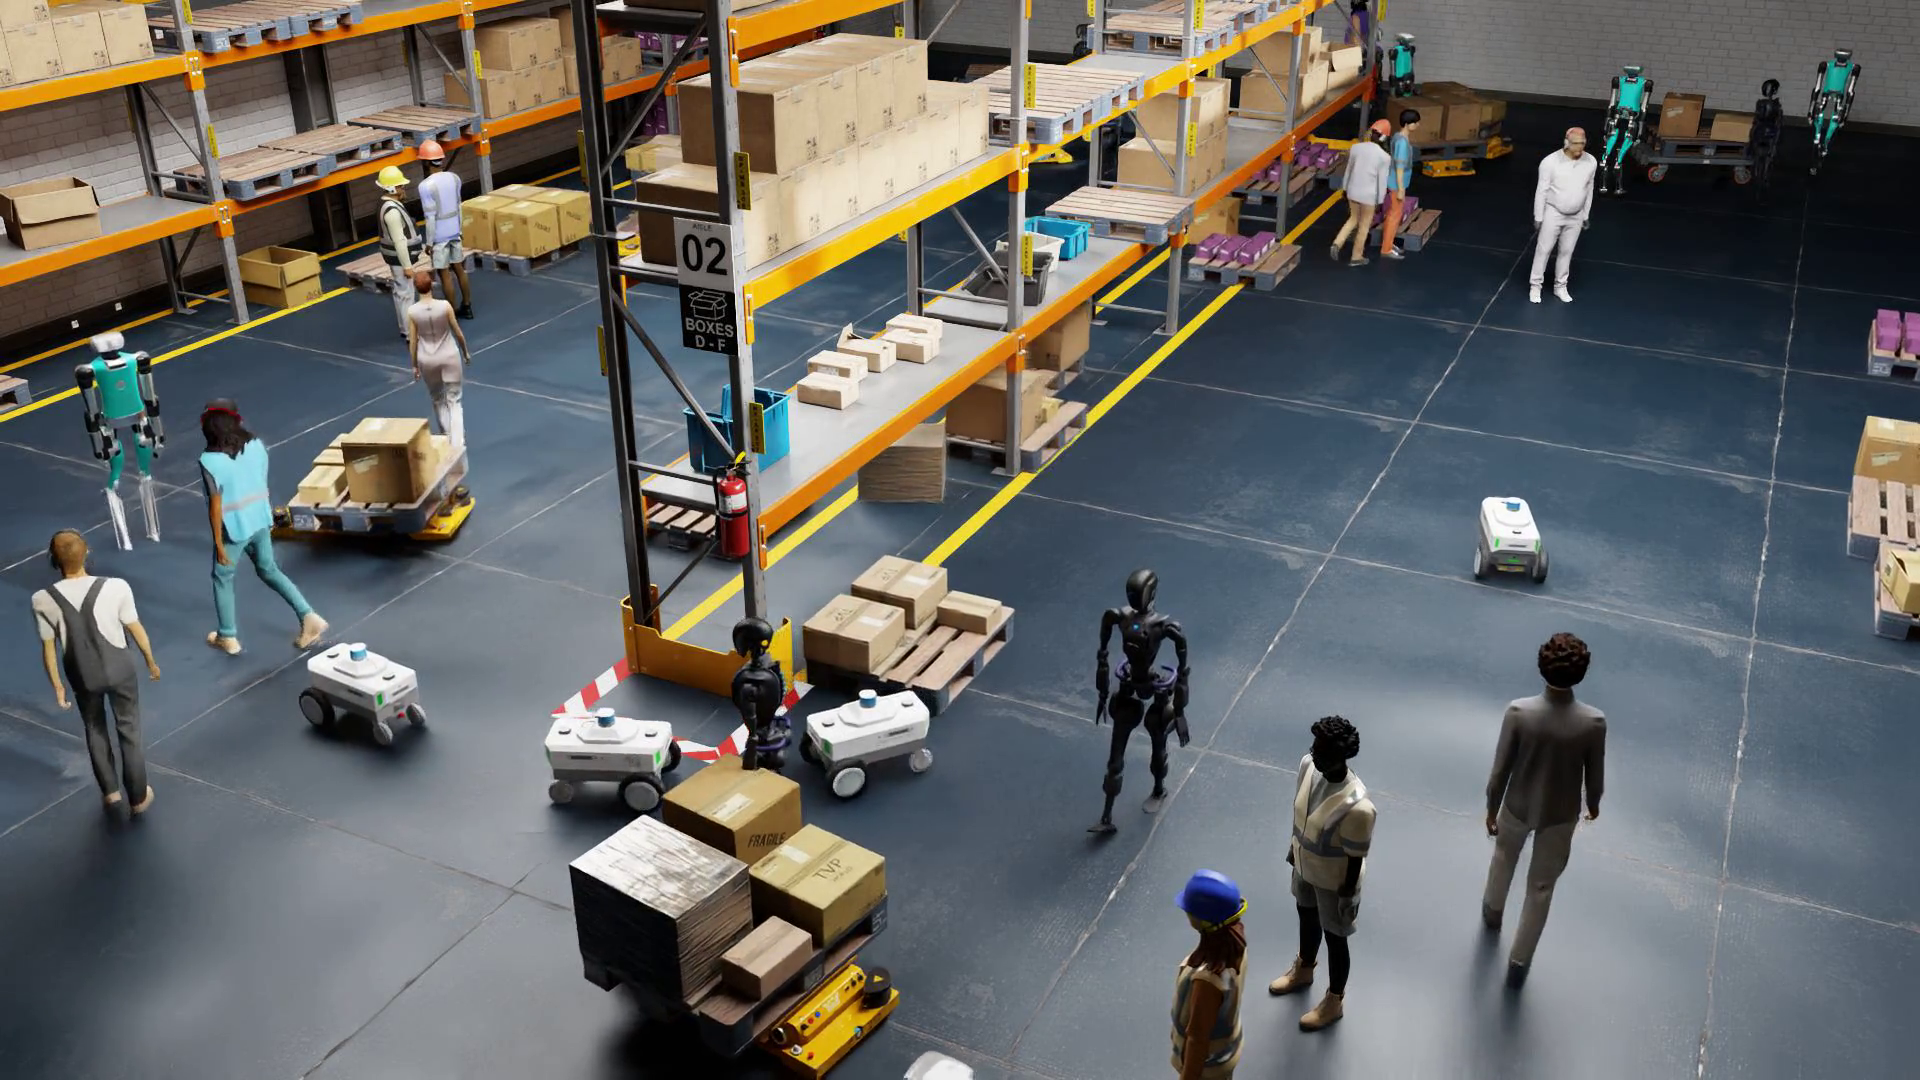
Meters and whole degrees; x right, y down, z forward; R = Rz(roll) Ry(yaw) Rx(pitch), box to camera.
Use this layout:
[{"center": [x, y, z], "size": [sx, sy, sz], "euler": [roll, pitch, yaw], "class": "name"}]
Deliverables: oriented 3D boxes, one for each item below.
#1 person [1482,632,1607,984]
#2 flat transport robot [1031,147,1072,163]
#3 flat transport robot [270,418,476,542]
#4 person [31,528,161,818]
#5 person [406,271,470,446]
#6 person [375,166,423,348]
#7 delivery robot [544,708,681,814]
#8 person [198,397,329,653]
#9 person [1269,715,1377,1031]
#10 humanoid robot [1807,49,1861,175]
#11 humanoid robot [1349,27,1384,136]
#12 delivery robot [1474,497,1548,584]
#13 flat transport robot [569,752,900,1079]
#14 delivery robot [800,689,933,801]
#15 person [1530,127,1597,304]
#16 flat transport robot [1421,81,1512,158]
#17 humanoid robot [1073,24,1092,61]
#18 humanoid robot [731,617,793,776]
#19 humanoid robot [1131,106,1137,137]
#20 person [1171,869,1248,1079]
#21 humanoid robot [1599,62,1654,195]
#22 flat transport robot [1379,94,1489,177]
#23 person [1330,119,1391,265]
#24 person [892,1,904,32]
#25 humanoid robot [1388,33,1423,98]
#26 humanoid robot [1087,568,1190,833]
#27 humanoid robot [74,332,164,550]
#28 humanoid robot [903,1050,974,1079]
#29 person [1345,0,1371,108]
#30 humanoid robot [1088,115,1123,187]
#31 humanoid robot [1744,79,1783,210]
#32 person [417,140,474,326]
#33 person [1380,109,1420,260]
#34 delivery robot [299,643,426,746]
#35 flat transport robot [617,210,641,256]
[{"center": [2.944, 1.287, 8.381], "size": [0.546, 1.866, 0.814], "euler": [11, 28, 21], "class": "person"}, {"center": [0.839, -5.577, 24.044], "size": [1.431, 0.231, 0.659], "euler": [-7, 27, -14], "class": "flat transport robot"}, {"center": [-4.671, -0.230, 13.243], "size": [1.431, 0.231, 0.659], "euler": [1, 26, 3], "class": "flat transport robot"}, {"center": [-4.884, 0.747, 9.507], "size": [0.534, 1.829, 0.475], "euler": [-8, 28, -16], "class": "person"}, {"center": [-4.475, -1.527, 14.351], "size": [0.482, 1.623, 0.813], "euler": [-6, 27, -13], "class": "person"}, {"center": [-5.619, -2.856, 16.783], "size": [0.403, 1.834, 0.588], "euler": [-12, 29, -23], "class": "person"}, {"center": [-2.047, 1.283, 9.879], "size": [0.786, 0.608, 0.499], "euler": [1, 26, 3], "class": "delivery robot"}, {"center": [-4.771, -0.074, 11.174], "size": [0.776, 1.840, 0.559], "euler": [15, 30, 28], "class": "person"}, {"center": [1.750, 1.576, 7.993], "size": [0.320, 1.690, 0.532], "euler": [-11, 28, -21], "class": "person"}, {"center": [11.994, -5.843, 22.936], "size": [0.554, 1.738, 1.017], "euler": [10, 28, 20], "class": "humanoid robot"}, {"center": [6.228, -6.917, 25.195], "size": [0.464, 1.668, 0.600], "euler": [-5, 27, -10], "class": "humanoid robot"}, {"center": [4.131, -0.037, 12.520], "size": [0.499, 0.586, 0.765], "euler": [4, 27, 7], "class": "delivery robot"}, {"center": [-1.070, 2.175, 8.385], "size": [1.431, 0.231, 0.659], "euler": [18, 31, 31], "class": "flat transport robot"}, {"center": [-0.569, 1.187, 10.055], "size": [0.774, 0.592, 0.499], "euler": [-12, 29, -23], "class": "delivery robot"}, {"center": [6.538, -3.511, 18.027], "size": [0.650, 1.905, 0.406], "euler": [-3, 26, -6], "class": "person"}, {"center": [7.402, -5.919, 24.734], "size": [1.431, 0.231, 0.659], "euler": [21, 33, 36], "class": "flat transport robot"}, {"center": [1.885, -7.067, 25.536], "size": [0.788, 1.645, 0.603], "euler": [-1, 26, -3], "class": "humanoid robot"}, {"center": [-1.078, 1.167, 8.837], "size": [0.357, 1.648, 0.609], "euler": [2, 26, 4], "class": "humanoid robot"}, {"center": [2.902, -6.732, 24.710], "size": [1.006, 1.723, 0.531], "euler": [0, 26, 0], "class": "humanoid robot"}, {"center": [0.993, 2.106, 6.836], "size": [0.324, 1.771, 0.472], "euler": [10, 28, 19], "class": "person"}, {"center": [8.633, -5.355, 21.785], "size": [0.533, 1.681, 0.735], "euler": [19, 32, 33], "class": "humanoid robot"}, {"center": [6.723, -5.447, 23.781], "size": [0.659, 0.231, 1.431], "euler": [-6, 27, -12], "class": "flat transport robot"}, {"center": [4.653, -3.989, 19.197], "size": [0.535, 1.714, 0.603], "euler": [-19, 32, -33], "class": "person"}, {"center": [-1.039, -9.496, 30.216], "size": [0.369, 1.827, 0.510], "euler": [15, 30, 28], "class": "person"}, {"center": [6.503, -6.335, 23.925], "size": [0.534, 1.777, 0.802], "euler": [-20, 33, -35], "class": "humanoid robot"}, {"center": [1.024, 0.923, 9.362], "size": [0.595, 1.631, 0.745], "euler": [13, 29, 25], "class": "humanoid robot"}, {"center": [-6.388, -0.758, 12.677], "size": [0.530, 1.799, 0.668], "euler": [-23, 35, -39], "class": "humanoid robot"}, {"center": [0.161, 2.641, 5.874], "size": [0.812, 1.831, 0.567], "euler": [7, 27, 14], "class": "humanoid robot"}, {"center": [6.370, -8.042, 27.200], "size": [0.990, 1.875, 0.562], "euler": [15, 30, 28], "class": "person"}, {"center": [1.951, -5.446, 22.258], "size": [0.734, 1.633, 0.587], "euler": [-19, 32, -34], "class": "humanoid robot"}, {"center": [10.535, -5.124, 21.583], "size": [0.497, 1.644, 0.621], "euler": [0, 26, 0], "class": "humanoid robot"}, {"center": [-5.405, -3.197, 17.357], "size": [0.357, 1.935, 0.551], "euler": [12, 29, 22], "class": "person"}, {"center": [5.163, -4.181, 19.546], "size": [0.331, 1.757, 0.508], "euler": [5, 27, 10], "class": "person"}, {"center": [-3.803, 0.937, 10.579], "size": [0.799, 0.608, 0.499], "euler": [15, 30, 28], "class": "delivery robot"}, {"center": [-3.858, -3.751, 20.355], "size": [0.659, 0.231, 1.431], "euler": [3, 26, 6], "class": "flat transport robot"}]
